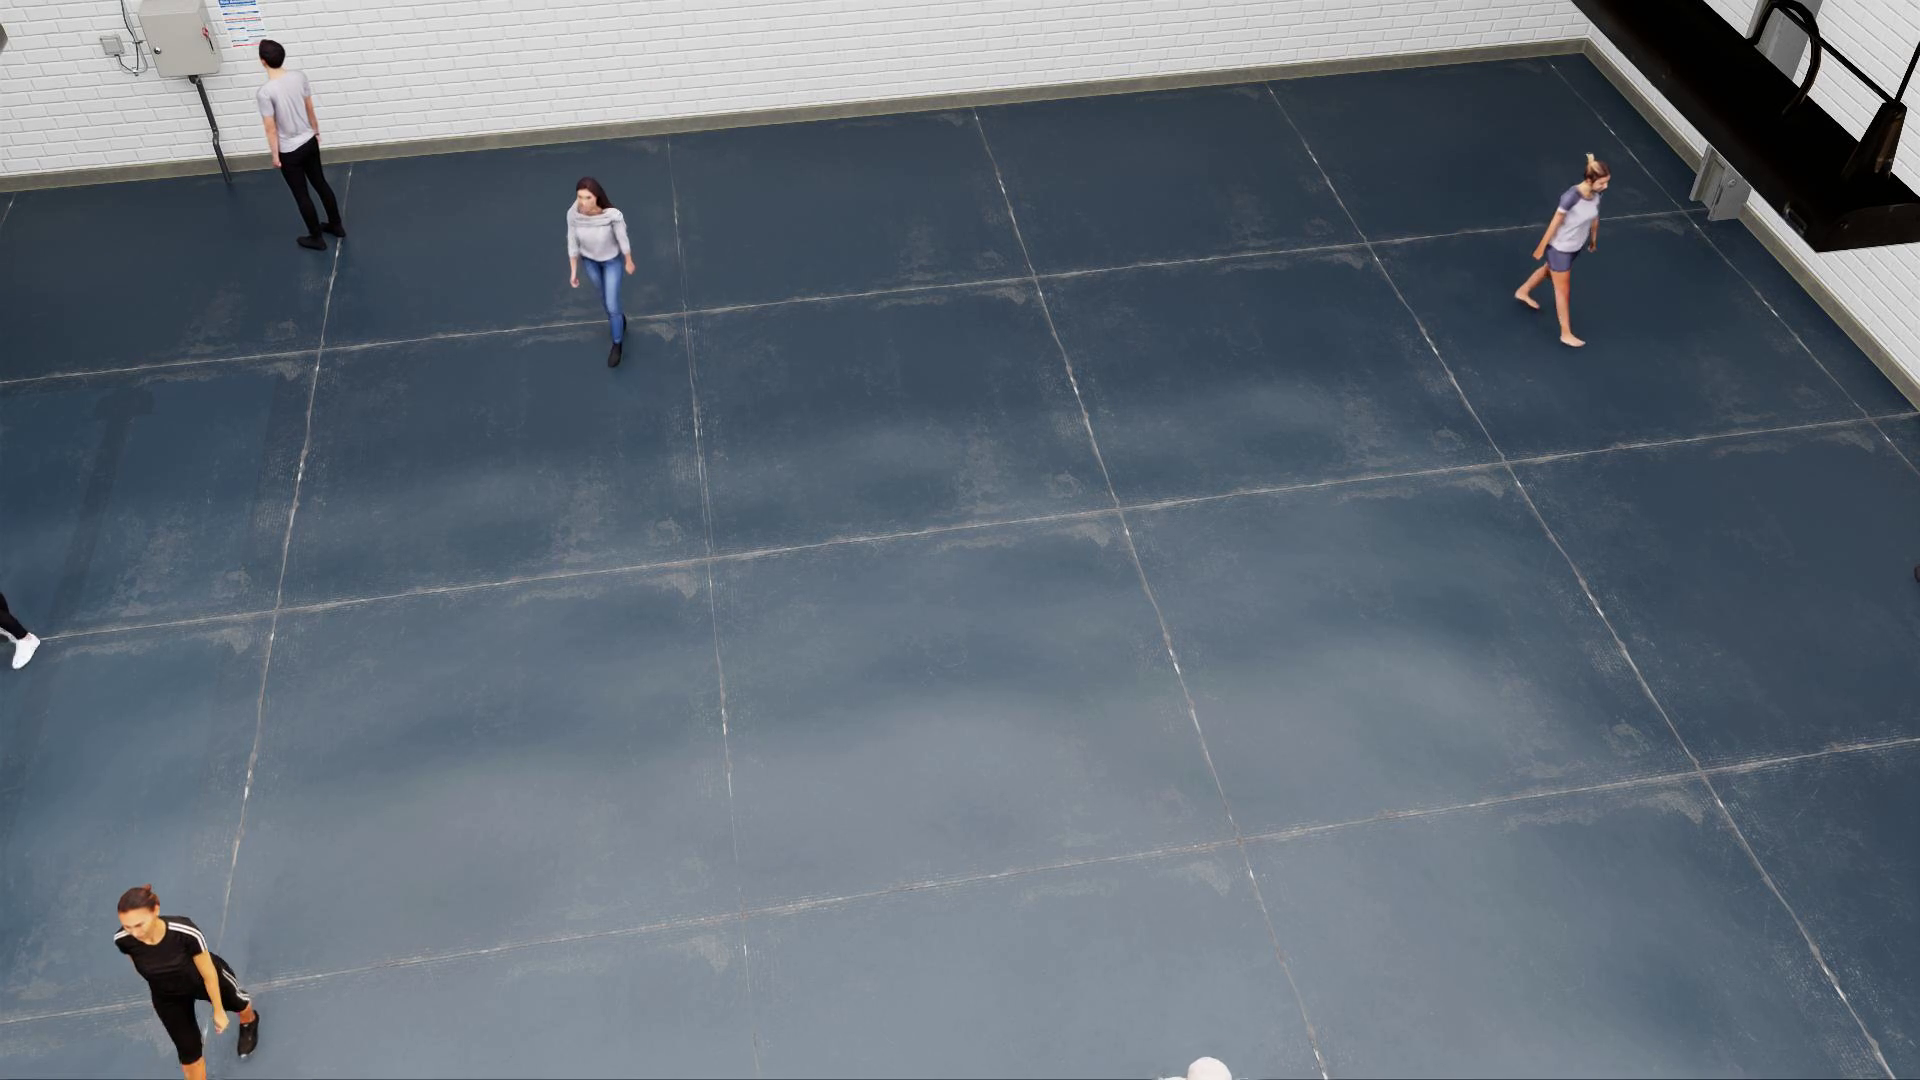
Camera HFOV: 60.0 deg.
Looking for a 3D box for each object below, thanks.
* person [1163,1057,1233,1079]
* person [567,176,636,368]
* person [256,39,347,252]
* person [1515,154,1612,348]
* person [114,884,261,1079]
[{"bbox_3d":[1.071,2.831,7.707,0.961,1.734,1.041,22,48,22],"label":"person"},{"bbox_3d":[-2.790,-2.221,13.107,0.805,1.599,0.940,11,45,11],"label":"person"},{"bbox_3d":[-5.612,-3.340,14.090,0.800,1.864,0.716,22,48,21],"label":"person"},{"bbox_3d":[4.785,-2.382,13.287,0.925,1.585,1.145,-28,50,-27],"label":"person"},{"bbox_3d":[-3.885,2.187,8.456,0.613,1.633,1.001,-5,44,-6],"label":"person"}]
